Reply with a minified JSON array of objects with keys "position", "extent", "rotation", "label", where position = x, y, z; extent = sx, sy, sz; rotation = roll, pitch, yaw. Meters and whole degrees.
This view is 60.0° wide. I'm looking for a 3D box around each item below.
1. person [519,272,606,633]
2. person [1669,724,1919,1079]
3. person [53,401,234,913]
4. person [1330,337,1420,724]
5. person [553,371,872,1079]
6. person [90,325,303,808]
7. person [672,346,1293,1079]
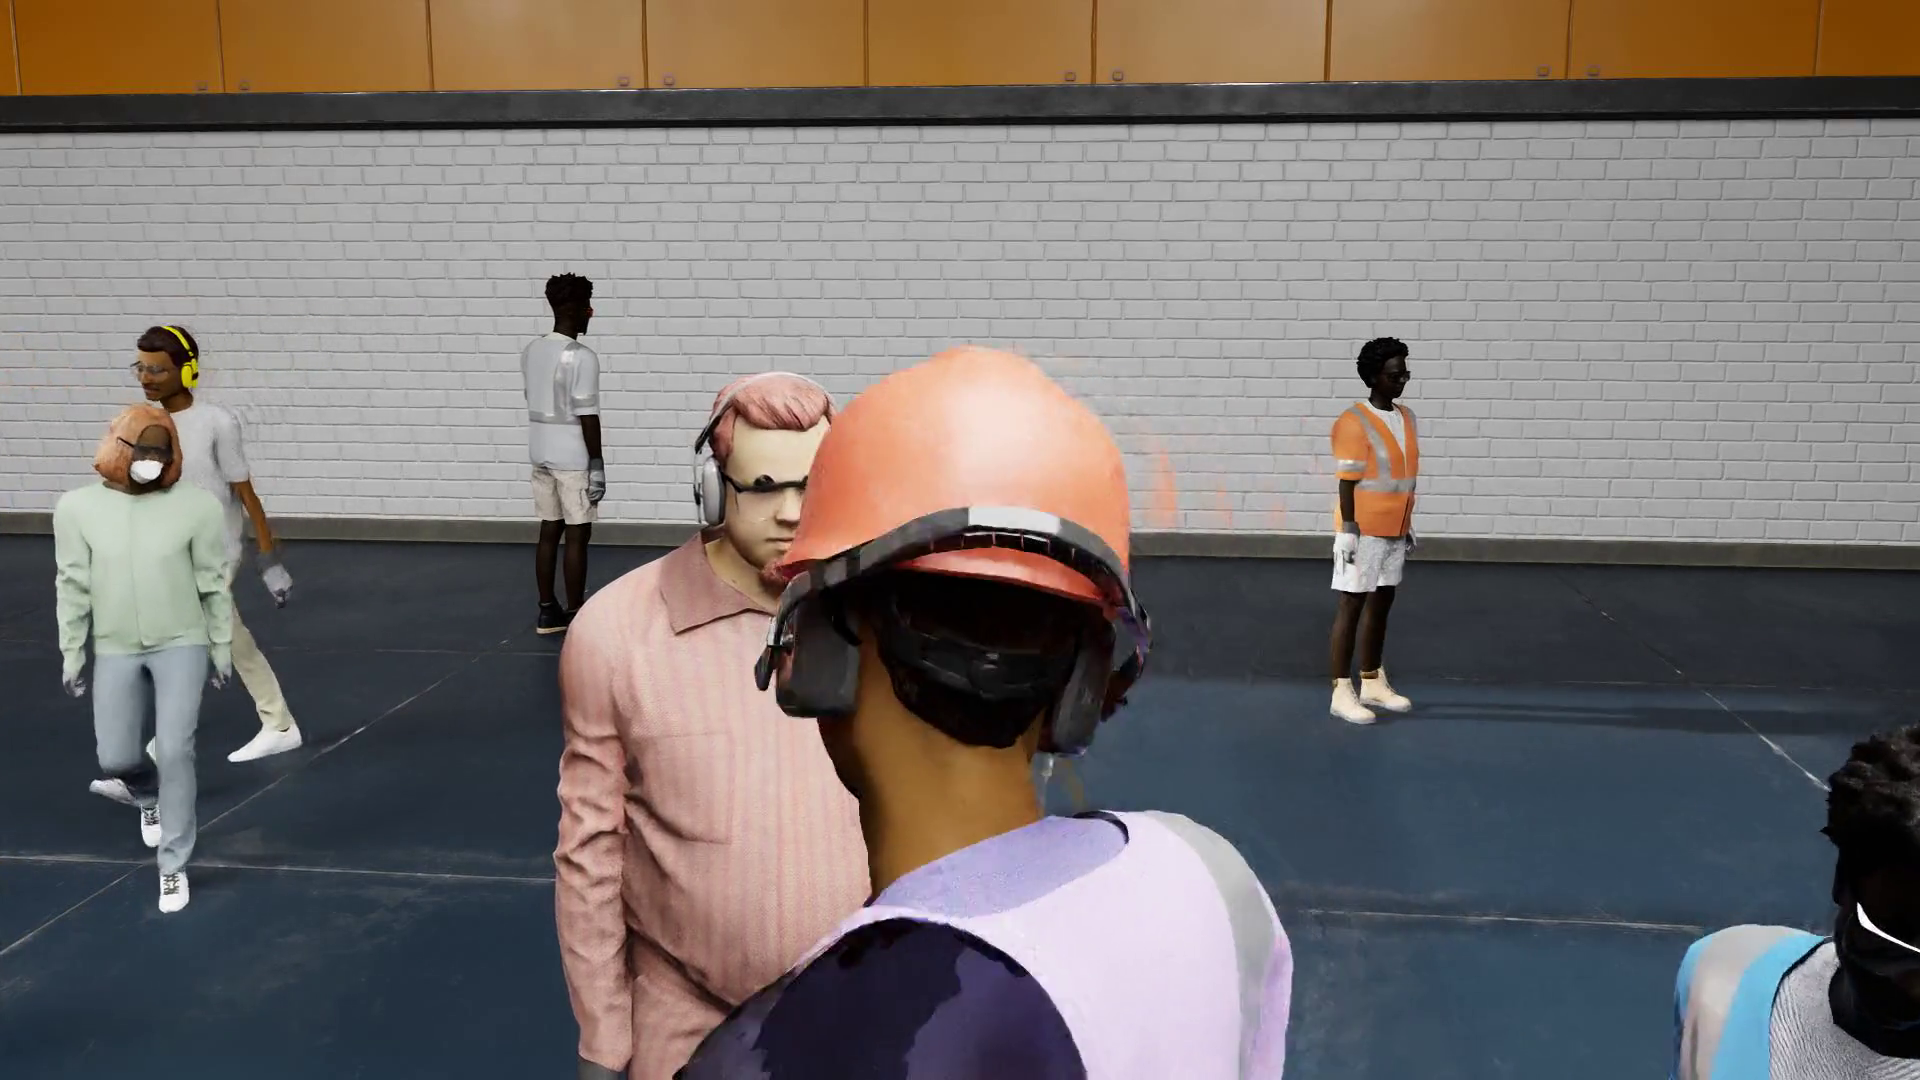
[{"position":[-2.082,-0.433,8.846],"extent":[0.611,1.961,0.378],"rotation":[9,13,43],"label":"person"},{"position":[0.876,0.954,1.720],"extent":[0.335,1.660,0.668],"rotation":[-3,10,-18],"label":"person"},{"position":[-2.602,0.348,5.360],"extent":[0.505,1.613,0.553],"rotation":[-3,10,-17],"label":"person"},{"position":[1.842,-0.047,7.368],"extent":[0.539,1.696,0.317],"rotation":[-9,14,-43],"label":"person"},{"position":[-0.269,0.702,2.486],"extent":[0.638,1.906,0.407],"rotation":[-3,10,-16],"label":"person"},{"position":[-2.938,0.082,6.358],"extent":[0.564,1.792,1.077],"rotation":[6,11,29],"label":"person"},{"position":[0.069,0.879,1.181],"extent":[0.685,2.014,0.635],"rotation":[7,12,34],"label":"person"}]
